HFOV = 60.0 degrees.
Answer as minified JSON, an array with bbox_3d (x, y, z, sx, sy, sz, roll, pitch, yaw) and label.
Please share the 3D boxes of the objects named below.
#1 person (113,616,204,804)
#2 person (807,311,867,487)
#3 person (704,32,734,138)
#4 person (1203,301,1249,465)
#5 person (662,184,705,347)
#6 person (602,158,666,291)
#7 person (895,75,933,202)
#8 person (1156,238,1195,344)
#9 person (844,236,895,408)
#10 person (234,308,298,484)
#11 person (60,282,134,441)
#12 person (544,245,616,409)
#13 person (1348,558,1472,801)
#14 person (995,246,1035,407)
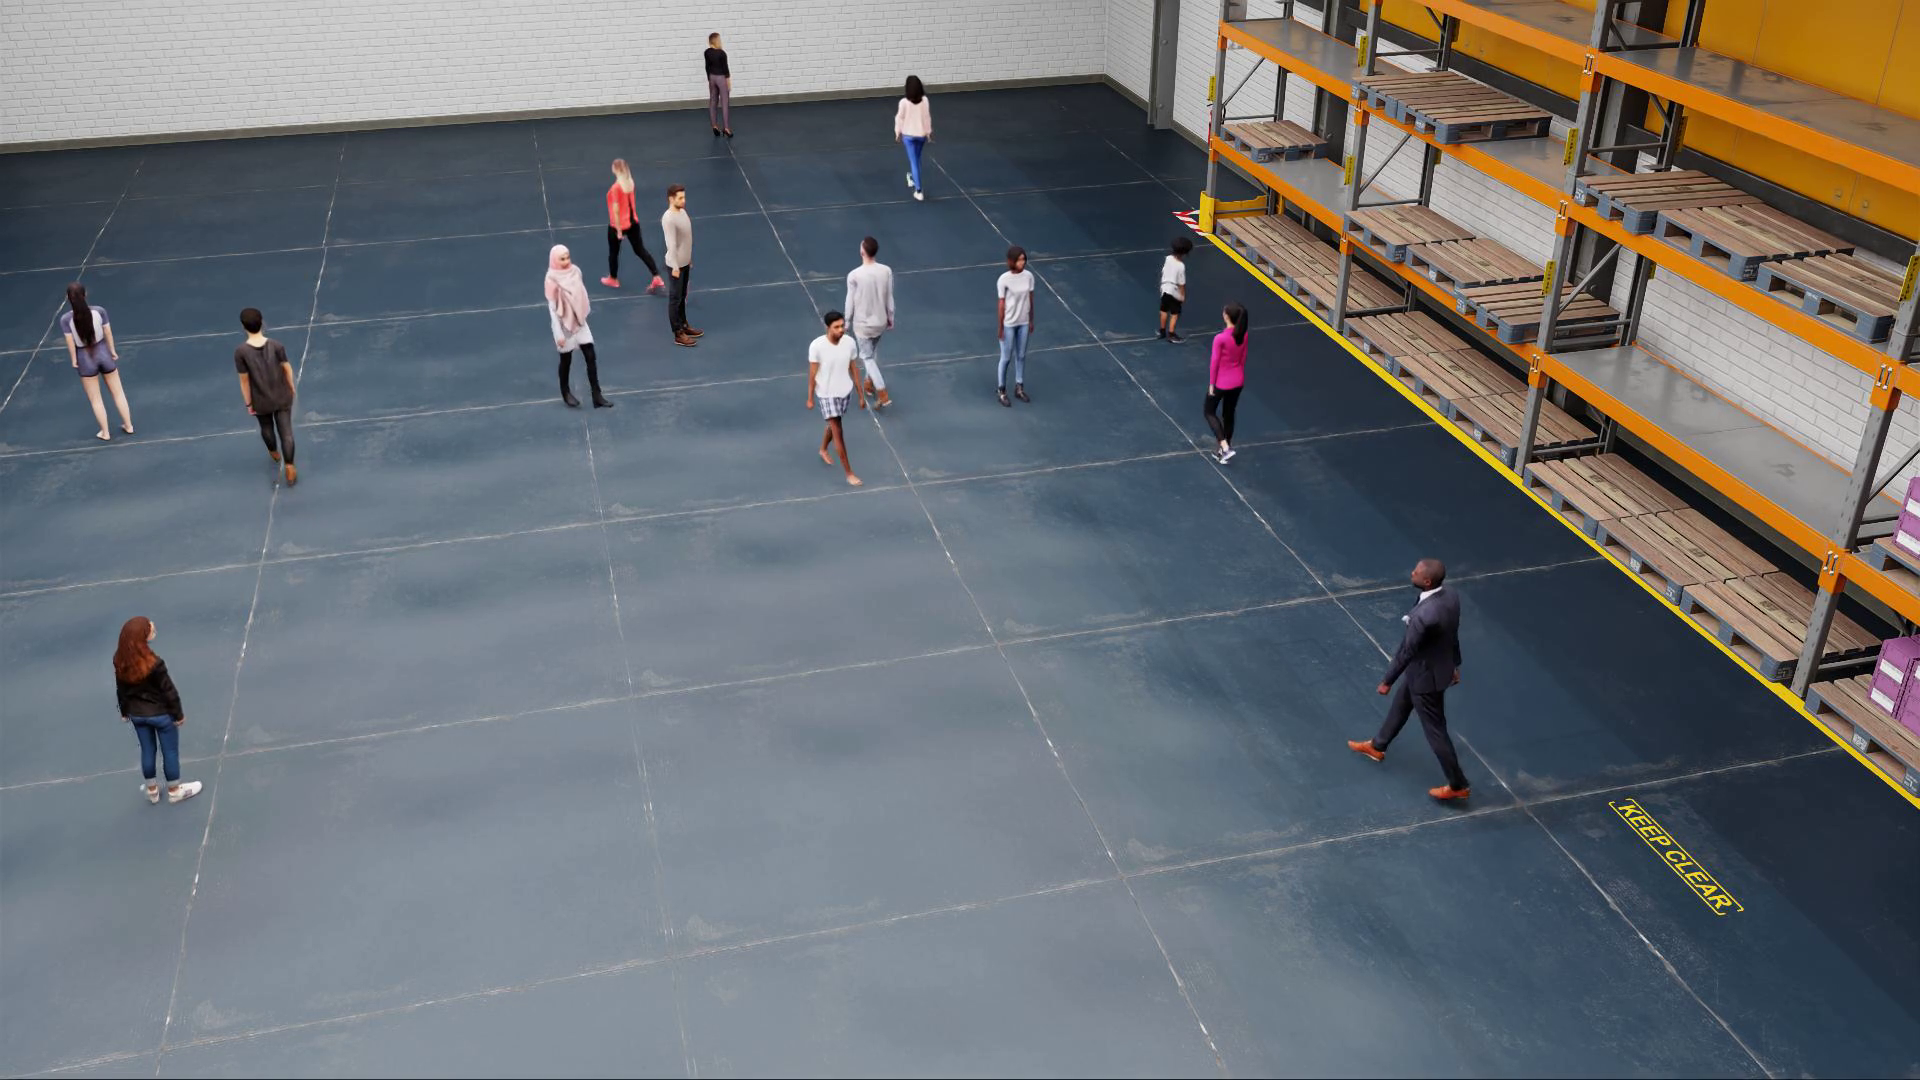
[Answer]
[{"bbox_3d":[-5.617,1.178,11.481,0.699,1.476,0.655,1,29,3],"label":"person"},{"bbox_3d":[-1.243,-1.418,16.030,0.888,1.678,1.214,-17,33,-28],"label":"person"},{"bbox_3d":[-3.919,-7.376,26.959,0.677,1.671,0.728,14,32,24],"label":"person"},{"bbox_3d":[2.642,-1.482,16.138,0.651,1.686,0.766,-13,31,-23],"label":"person"},{"bbox_3d":[-3.228,-3.169,19.048,0.794,1.862,0.654,4,29,8],"label":"person"},{"bbox_3d":[-4.037,-3.838,20.490,1.165,1.656,1.118,15,32,25],"label":"person"},{"bbox_3d":[-0.635,-5.742,23.910,0.705,1.723,1.102,-9,30,-16],"label":"person"},{"bbox_3d":[2.426,-2.917,19.234,0.560,1.241,0.758,20,34,32],"label":"person"},{"bbox_3d":[-0.919,-2.256,17.419,0.887,1.820,1.136,-17,33,-28],"label":"person"},{"bbox_3d":[-6.589,-1.350,15.912,0.677,1.672,1.066,-10,30,-18],"label":"person"},{"bbox_3d":[-8.720,-1.809,16.776,0.664,1.650,0.653,-23,36,-36],"label":"person"},{"bbox_3d":[-4.146,-2.228,17.407,1.049,1.782,0.941,21,35,33],"label":"person"},{"bbox_3d":[3.309,0.990,11.511,1.313,1.779,1.196,19,34,30],"label":"person"},{"bbox_3d":[0.567,-2.272,17.550,0.628,1.721,0.600,-15,32,-26],"label":"person"}]
